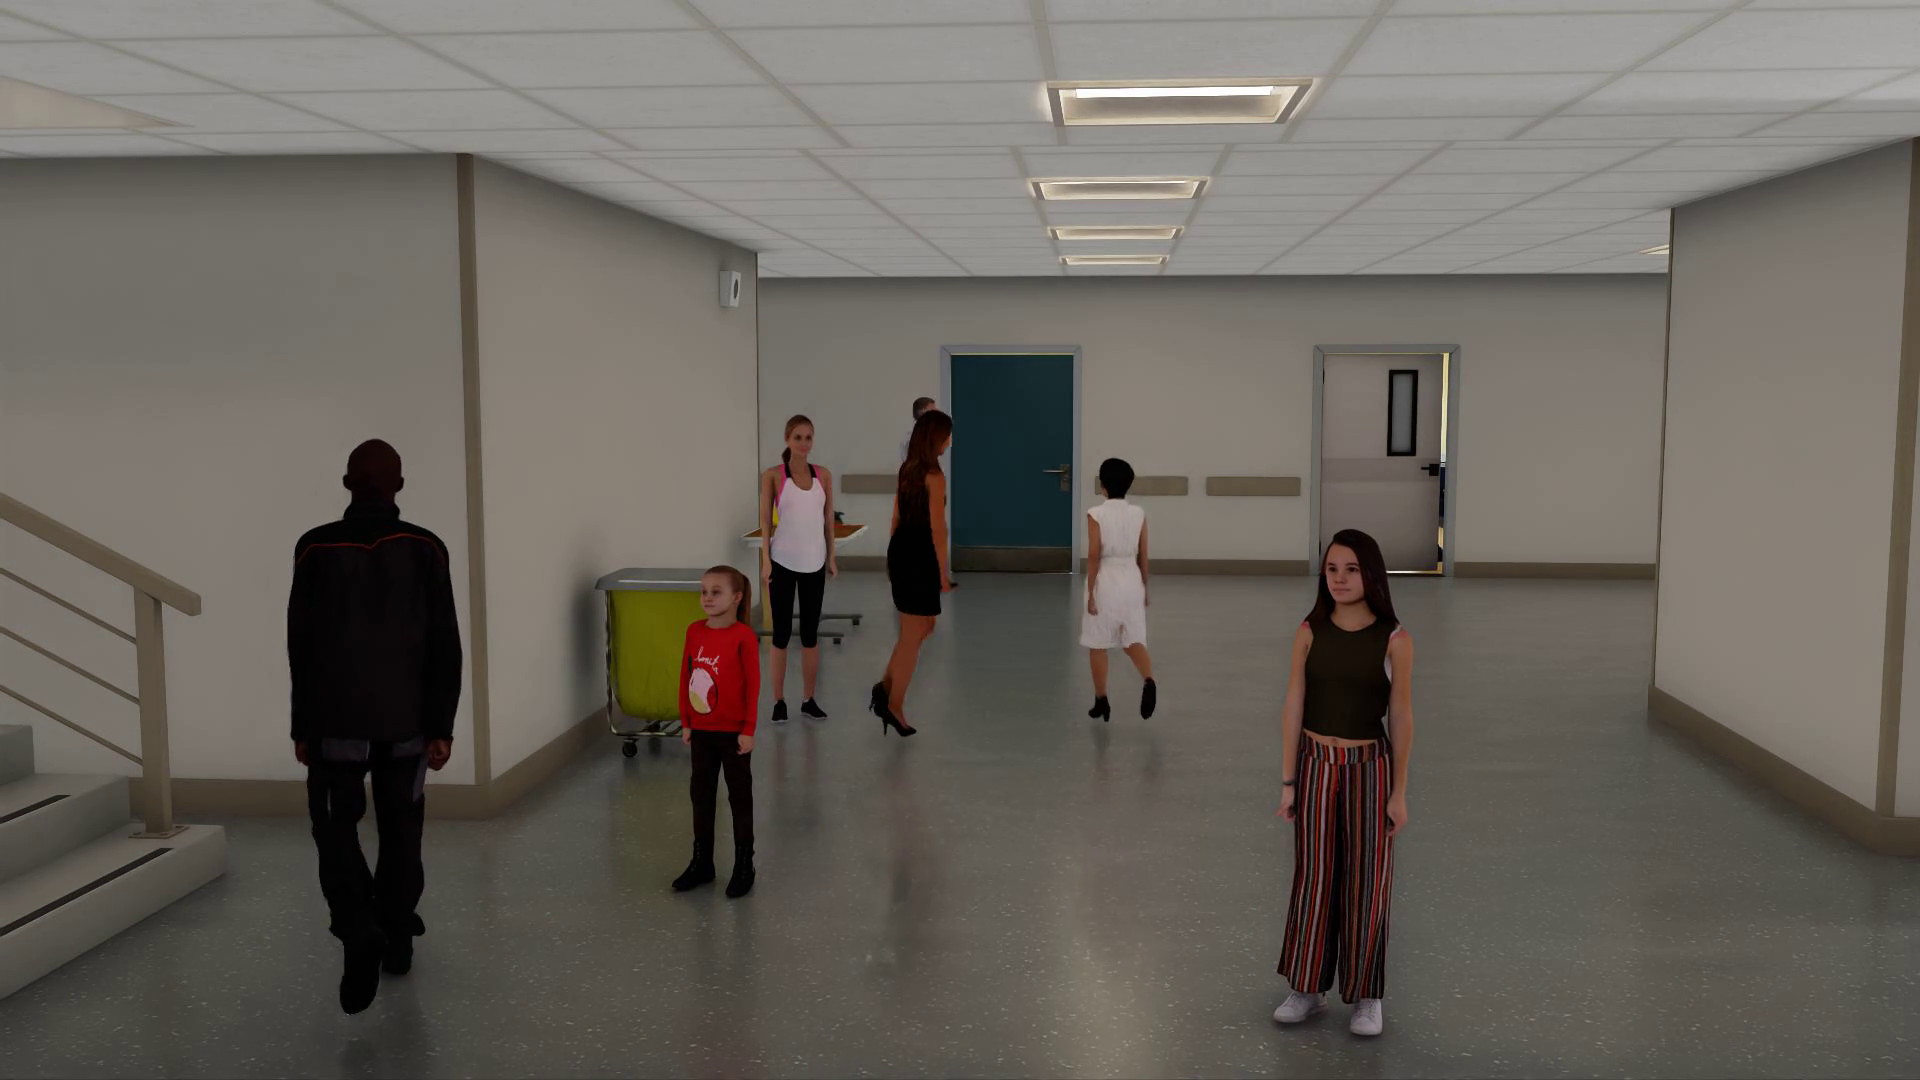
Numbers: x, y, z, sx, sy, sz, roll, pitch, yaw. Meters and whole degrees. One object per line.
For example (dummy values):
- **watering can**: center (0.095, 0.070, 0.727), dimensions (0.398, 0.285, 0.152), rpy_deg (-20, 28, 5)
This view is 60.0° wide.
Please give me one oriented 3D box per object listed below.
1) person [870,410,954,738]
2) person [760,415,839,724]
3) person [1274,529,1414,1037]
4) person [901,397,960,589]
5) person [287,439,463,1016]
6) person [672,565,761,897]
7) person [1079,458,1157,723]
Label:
- **person**: center (-0.316, 0.213, 9.093), dimensions (0.824, 1.810, 0.769), rpy_deg (-5, 8, -40)
- **person**: center (-0.953, 0.163, 9.708), dimensions (0.609, 1.788, 0.739), rpy_deg (-2, 6, -22)
- **person**: center (1.196, 0.734, 5.160), dimensions (0.569, 1.562, 0.688), rpy_deg (3, 6, 27)
- **person**: center (-0.473, -0.392, 15.178), dimensions (0.838, 1.796, 0.705), rpy_deg (1, 6, 12)
- **person**: center (-1.900, 0.593, 5.364), dimensions (1.117, 1.802, 1.056), rpy_deg (-2, 6, -21)
- **person**: center (-0.941, 0.735, 6.551), dimensions (0.506, 1.281, 0.601), rpy_deg (2, 6, 19)
- **person**: center (0.915, 0.319, 9.417), dimensions (0.949, 1.535, 0.861), rpy_deg (-2, 6, -21)
